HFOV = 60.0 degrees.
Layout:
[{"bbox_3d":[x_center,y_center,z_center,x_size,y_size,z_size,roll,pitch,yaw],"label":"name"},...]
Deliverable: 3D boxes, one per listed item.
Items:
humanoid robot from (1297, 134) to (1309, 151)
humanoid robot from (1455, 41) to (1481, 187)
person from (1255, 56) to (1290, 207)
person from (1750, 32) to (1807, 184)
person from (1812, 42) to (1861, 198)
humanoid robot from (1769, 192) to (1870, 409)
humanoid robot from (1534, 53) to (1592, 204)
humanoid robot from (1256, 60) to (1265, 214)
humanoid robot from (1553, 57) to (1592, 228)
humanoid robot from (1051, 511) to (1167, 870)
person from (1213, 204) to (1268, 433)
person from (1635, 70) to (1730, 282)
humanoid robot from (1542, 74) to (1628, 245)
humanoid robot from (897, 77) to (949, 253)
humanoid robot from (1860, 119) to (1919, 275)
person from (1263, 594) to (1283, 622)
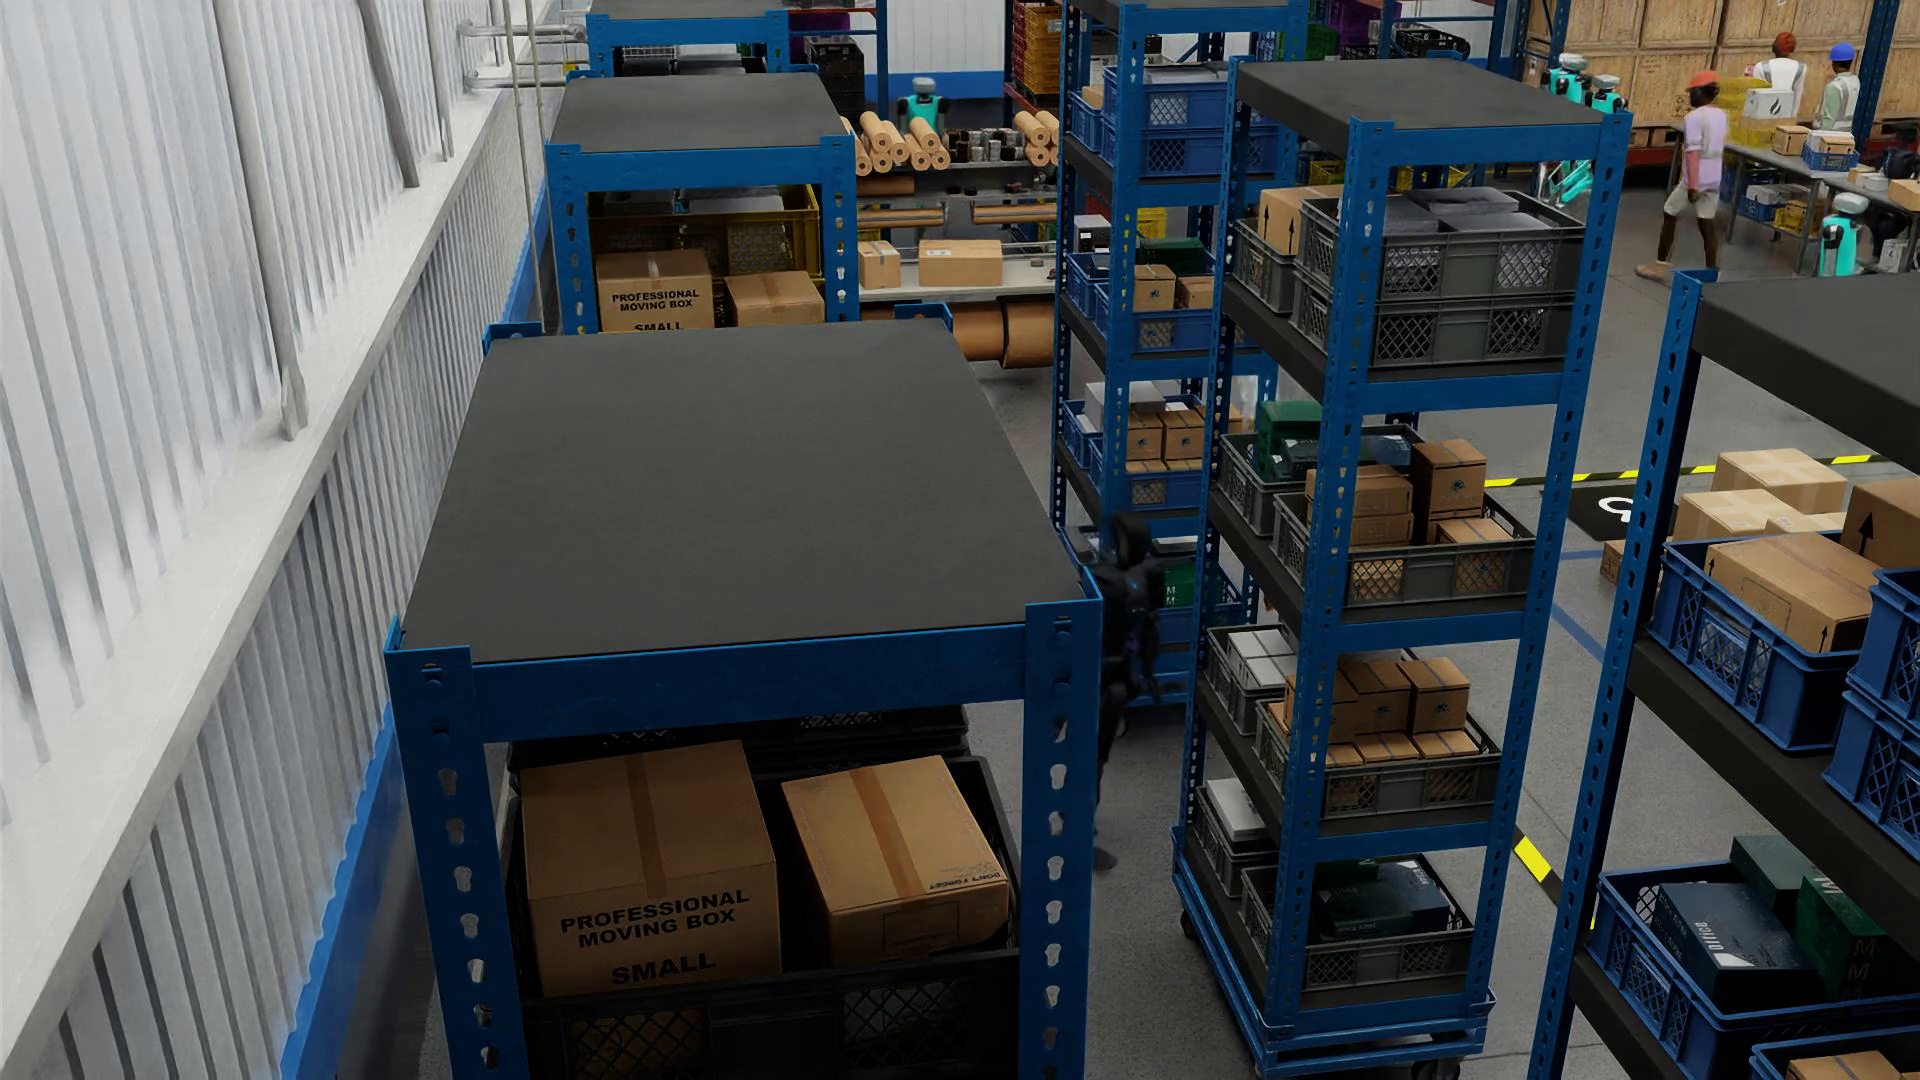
[{"bbox_3d":[3.521,-4.437,18.175,0.745,1.774,0.549,-12,27,-25],"label":"humanoid robot"},{"bbox_3d":[5.762,-4.954,19.364,0.599,1.657,0.315,9,26,19],"label":"humanoid robot"},{"bbox_3d":[3.484,-4.563,18.345,0.589,1.833,0.404,9,26,18],"label":"person"},{"bbox_3d":[9.079,-4.716,18.635,0.570,1.877,0.357,1,25,3],"label":"person"},{"bbox_3d":[9.126,-4.217,17.463,0.604,1.943,0.398,-22,32,-39],"label":"person"},{"bbox_3d":[6.483,-1.615,12.026,0.969,1.730,0.540,18,30,34],"label":"humanoid robot"},{"bbox_3d":[6.632,-4.496,18.307,0.558,1.751,0.841,14,28,28],"label":"humanoid robot"},{"bbox_3d":[3.302,-4.384,18.149,0.356,1.643,0.611,2,25,5],"label":"humanoid robot"},{"bbox_3d":[6.557,-4.134,17.576,0.669,1.828,0.531,20,31,36],"label":"humanoid robot"},{"bbox_3d":[0.643,0.627,7.276,0.610,1.634,0.552,-17,30,-33],"label":"humanoid robot"},{"bbox_3d":[2.074,-1.654,12.080,0.602,1.794,0.713,-14,28,-28],"label":"person"},{"bbox_3d":[6.870,-3.358,15.564,0.643,1.967,0.916,-14,28,-27],"label":"person"},{"bbox_3d":[6.147,-3.759,16.592,0.732,1.691,0.531,-8,26,-18],"label":"humanoid robot"},{"bbox_3d":[-0.286,-3.578,16.440,0.557,1.872,0.798,-8,26,-17],"label":"humanoid robot"},{"bbox_3d":[8.421,-3.018,15.198,0.614,1.641,0.599,-6,25,-14],"label":"humanoid robot"},{"bbox_3d":[1.735,0.189,7.993,0.588,1.852,0.370,-2,25,-4],"label":"person"}]
